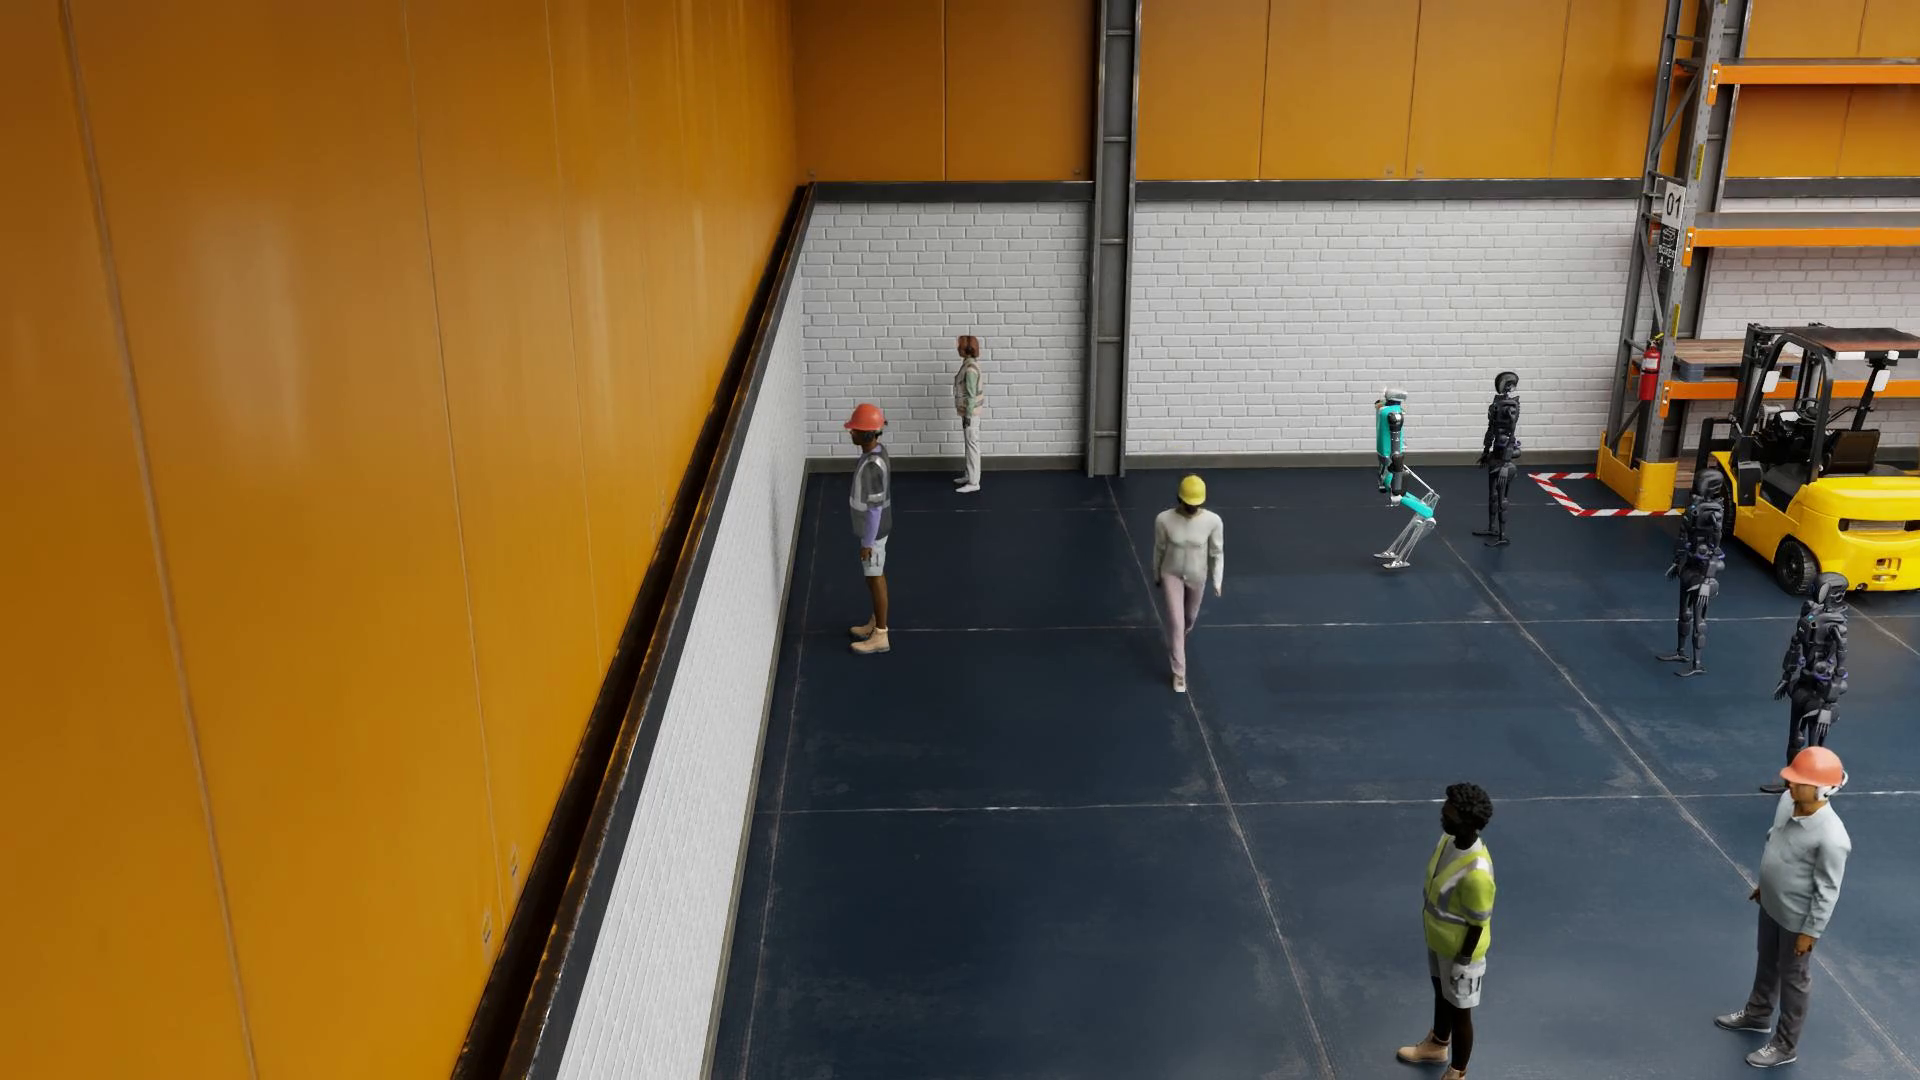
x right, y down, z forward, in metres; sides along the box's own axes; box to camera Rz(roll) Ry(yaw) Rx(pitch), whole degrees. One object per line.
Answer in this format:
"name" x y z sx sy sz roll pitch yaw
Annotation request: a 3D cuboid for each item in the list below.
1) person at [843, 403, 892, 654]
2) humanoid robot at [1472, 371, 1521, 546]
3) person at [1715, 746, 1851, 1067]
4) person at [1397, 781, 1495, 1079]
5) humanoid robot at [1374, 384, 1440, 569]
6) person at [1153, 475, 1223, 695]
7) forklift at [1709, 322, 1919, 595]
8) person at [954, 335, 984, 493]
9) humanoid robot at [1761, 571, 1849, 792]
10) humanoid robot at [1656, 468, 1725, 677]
"person" -0.727 -0.096 13.248 0.367 2.048 0.606 -1 20 -2
"humanoid robot" 5.062 -0.774 15.591 0.315 1.659 0.599 -1 20 -2
"person" 4.197 1.835 8.427 0.322 1.755 0.563 -1 20 -2
"person" 2.420 1.960 8.176 0.318 1.696 0.535 -1 20 -2
"humanoid robot" 4.004 -0.566 14.772 0.735 1.677 0.533 -1 20 -2
"person" 1.742 0.241 12.828 0.530 1.710 0.842 0 20 1
"forklift" 7.809 -0.792 14.926 1.214 2.155 2.313 -1 20 -2
"person" 0.091 -1.305 17.104 0.307 1.640 0.514 -1 20 -2
"humanoid robot" 5.553 0.985 10.829 0.315 1.657 0.599 -1 20 -2
"humanoid robot" 5.693 0.237 12.852 0.315 1.659 0.599 -1 20 -2
